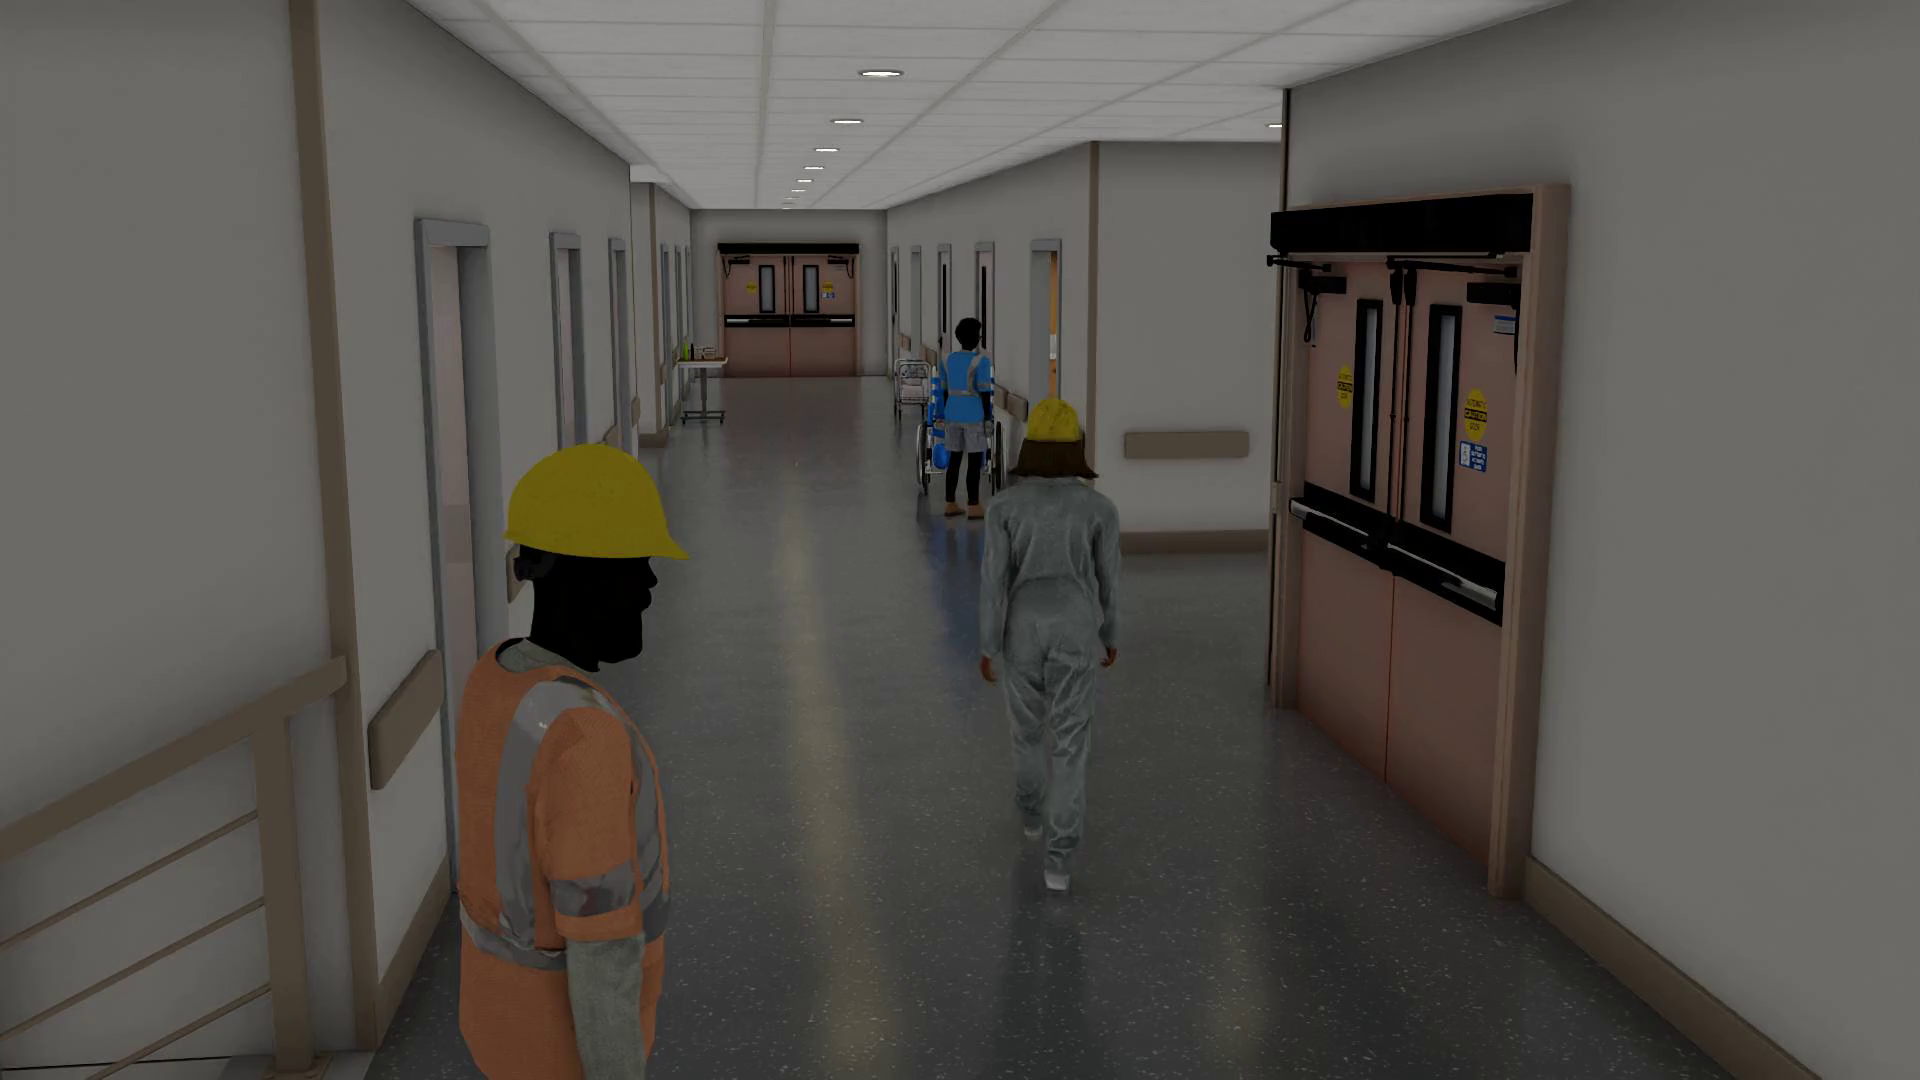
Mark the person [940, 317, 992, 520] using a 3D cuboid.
[{"bbox_3d":[0.058,-1.017,13.965,0.538,1.695,0.318,9,13,41],"label":"person"}]

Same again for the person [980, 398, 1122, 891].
[{"bbox_3d":[0.330,0.348,5.985,0.503,1.698,0.888,1,10,3],"label":"person"}]

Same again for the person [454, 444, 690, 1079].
[{"bbox_3d":[-0.616,0.799,2.746,0.393,1.918,0.585,-5,11,-27],"label":"person"}]
